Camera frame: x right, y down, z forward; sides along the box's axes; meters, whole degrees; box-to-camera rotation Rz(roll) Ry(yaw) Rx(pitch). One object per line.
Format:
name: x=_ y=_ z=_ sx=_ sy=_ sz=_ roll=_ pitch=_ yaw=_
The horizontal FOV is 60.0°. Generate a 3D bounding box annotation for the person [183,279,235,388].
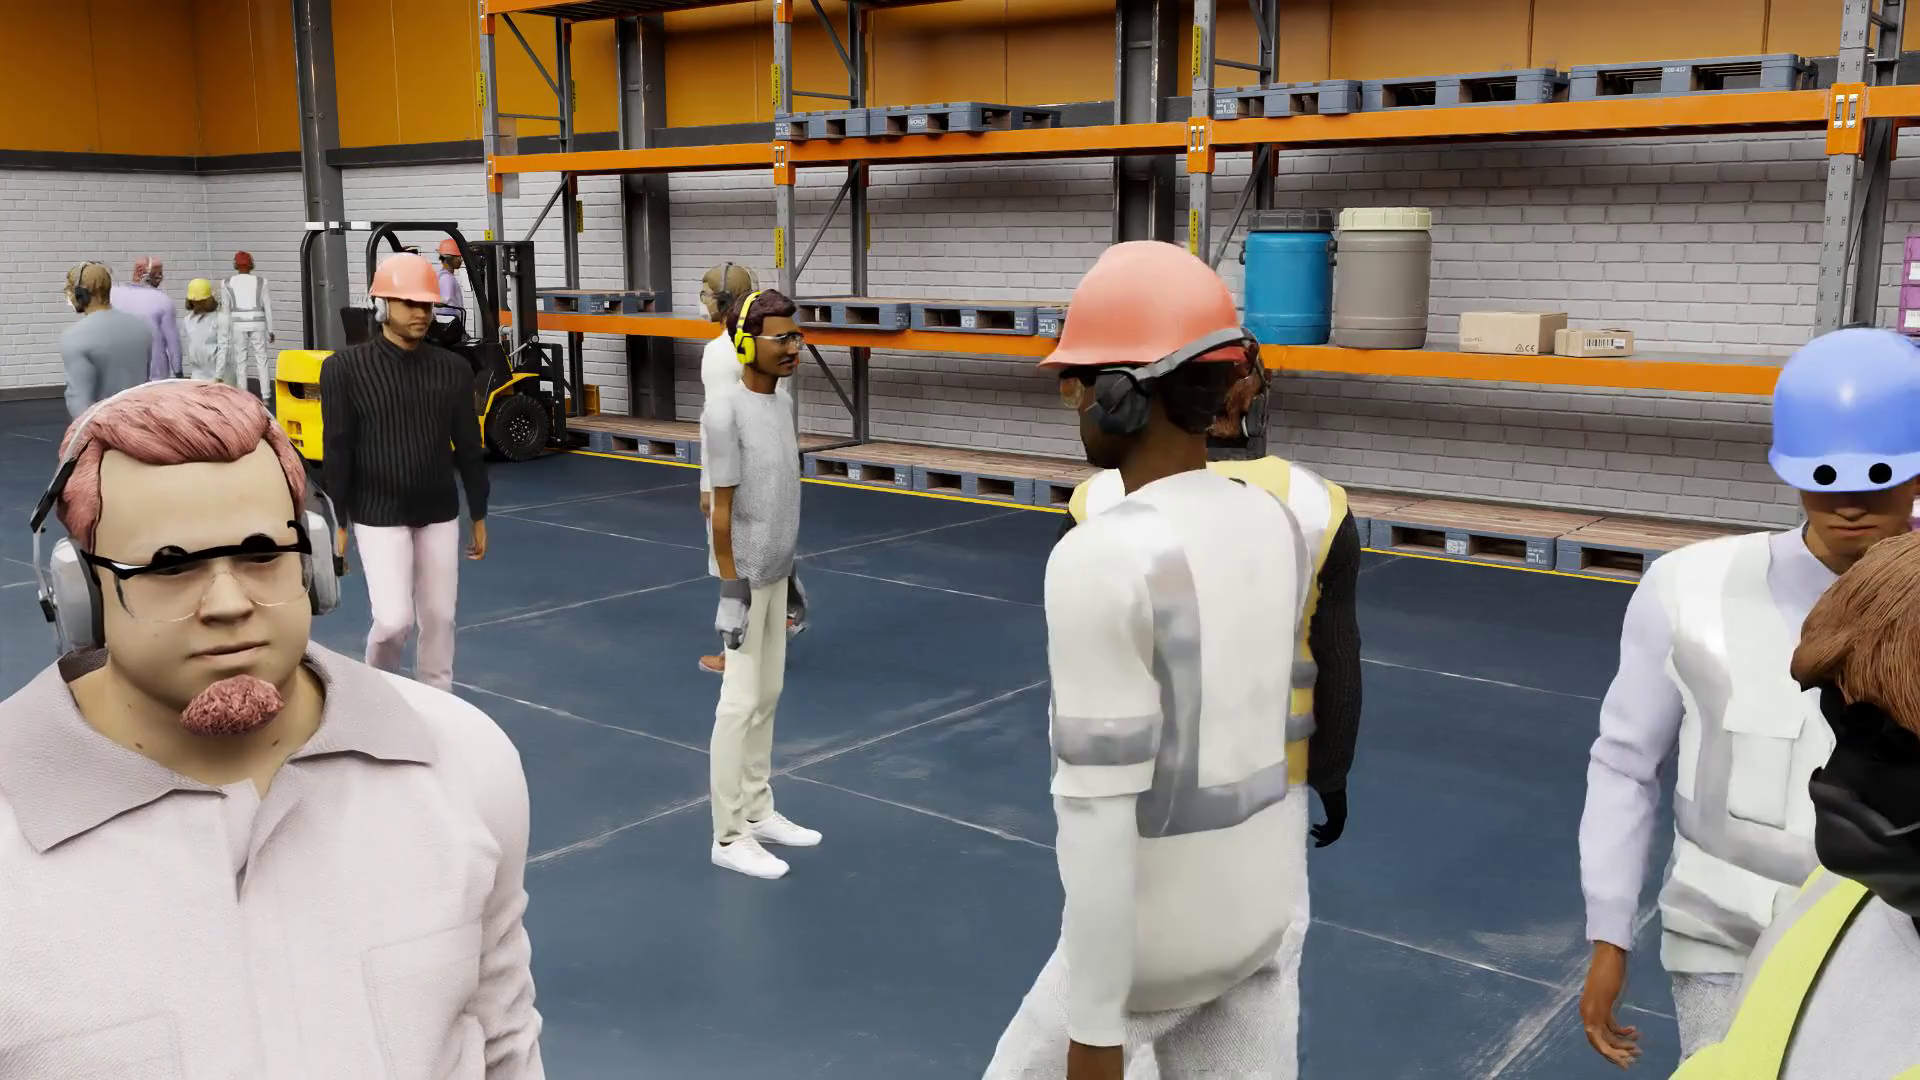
person: x=-6.524 y=-1.410 z=14.421 sx=0.490 sy=1.686 sz=0.865 roll=2 pitch=10 yaw=10

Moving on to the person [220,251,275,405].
person: x=-8.693 y=-2.575 z=20.335 sx=0.608 sy=1.882 sz=0.369 roll=-4 pitch=11 yaw=-20

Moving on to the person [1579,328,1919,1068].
person: x=1.255 y=0.648 z=2.430 sx=0.680 sy=1.904 sz=0.657 roll=5 pitch=11 yaw=25

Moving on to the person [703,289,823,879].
person: x=-0.636 y=0.133 z=5.370 sx=0.325 sy=1.871 sz=0.516 roll=3 pitch=11 yaw=18

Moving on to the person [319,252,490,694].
person: x=-2.096 y=-0.098 z=6.350 sx=0.637 sy=1.974 sz=0.444 roll=-9 pitch=14 yaw=-42

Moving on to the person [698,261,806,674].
person: x=-1.045 y=-0.315 z=7.694 sx=0.429 sy=1.925 sz=0.653 roll=2 pitch=10 yaw=13

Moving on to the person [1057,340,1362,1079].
person: x=0.520 y=0.478 z=3.534 sx=0.634 sy=1.841 sz=0.429 roll=2 pitch=10 yaw=10

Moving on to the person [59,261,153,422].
person: x=-4.586 y=-0.569 z=9.150 sx=0.797 sy=1.914 sz=0.635 roll=3 pitch=11 yaw=16

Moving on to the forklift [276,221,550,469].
forklift: x=-4.922 y=-1.741 z=14.854 sx=1.214 sy=2.155 sz=2.313 roll=8 pitch=13 yaw=38

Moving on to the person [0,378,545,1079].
person: x=-0.642 y=0.807 z=1.531 sx=0.641 sy=1.909 sz=0.409 roll=-9 pitch=14 yaw=-41

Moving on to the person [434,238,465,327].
person: x=-5.534 y=-2.265 z=18.182 sx=0.396 sy=2.038 sz=0.615 roll=-4 pitch=11 yaw=-23

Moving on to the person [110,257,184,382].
person: x=-7.177 y=-1.556 z=14.730 sx=0.692 sy=1.877 sz=0.547 roll=1 pitch=10 yaw=3

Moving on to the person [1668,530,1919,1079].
person: x=0.732 y=0.887 z=1.289 sx=0.429 sy=1.838 sz=0.621 roll=1 pitch=10 yaw=3

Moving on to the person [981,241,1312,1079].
person: x=0.226 y=0.560 z=2.595 sx=0.842 sy=2.008 sz=0.626 roll=9 pitch=13 yaw=40
